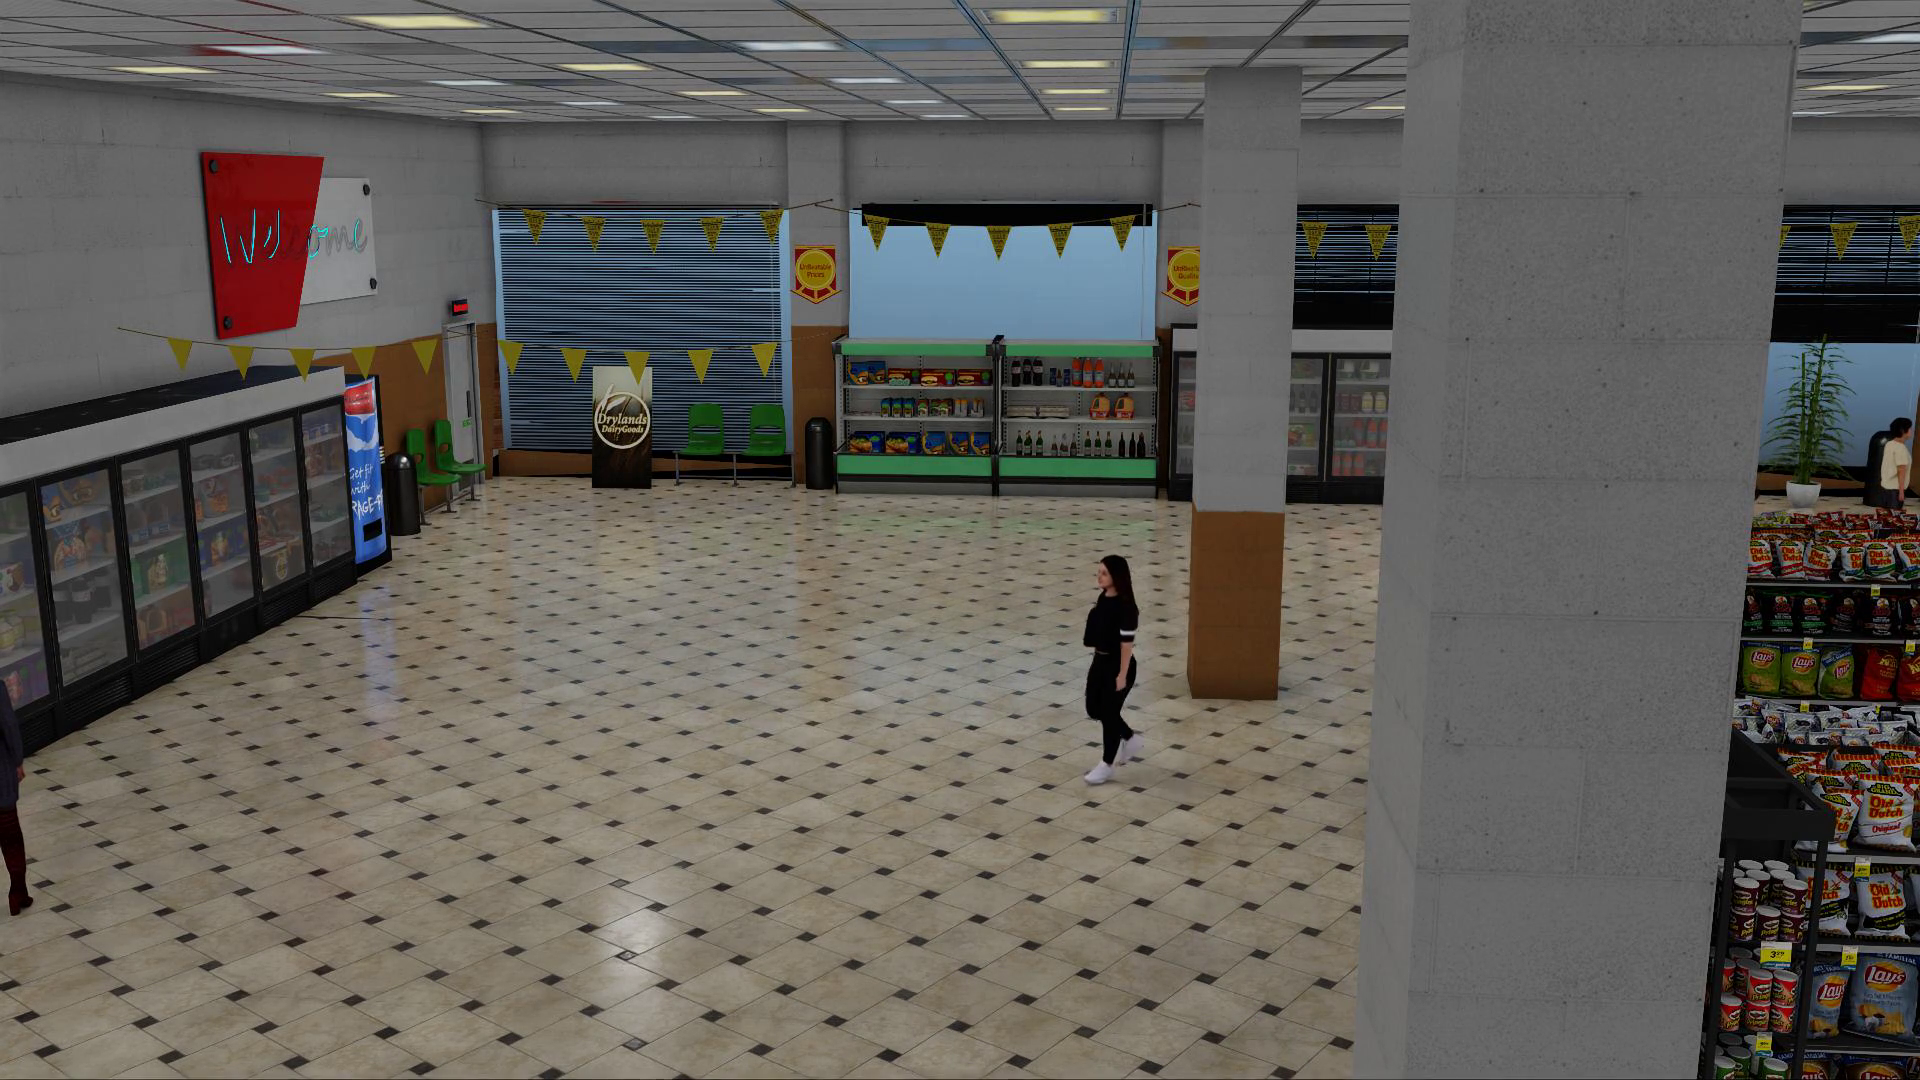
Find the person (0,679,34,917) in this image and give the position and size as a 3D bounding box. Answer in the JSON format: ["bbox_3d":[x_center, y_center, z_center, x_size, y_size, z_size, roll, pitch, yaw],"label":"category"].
[{"bbox_3d":[-5.544,1.310,9.406,0.615,1.712,0.723,-5,13,-24],"label":"person"}]

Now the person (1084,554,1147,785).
[{"bbox_3d":[1.125,0.894,11.584,0.893,1.629,0.810,-6,14,-28],"label":"person"}]

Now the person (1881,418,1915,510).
[{"bbox_3d":[10.511,-0.587,18.715,0.471,1.588,0.598,1,12,7],"label":"person"}]
